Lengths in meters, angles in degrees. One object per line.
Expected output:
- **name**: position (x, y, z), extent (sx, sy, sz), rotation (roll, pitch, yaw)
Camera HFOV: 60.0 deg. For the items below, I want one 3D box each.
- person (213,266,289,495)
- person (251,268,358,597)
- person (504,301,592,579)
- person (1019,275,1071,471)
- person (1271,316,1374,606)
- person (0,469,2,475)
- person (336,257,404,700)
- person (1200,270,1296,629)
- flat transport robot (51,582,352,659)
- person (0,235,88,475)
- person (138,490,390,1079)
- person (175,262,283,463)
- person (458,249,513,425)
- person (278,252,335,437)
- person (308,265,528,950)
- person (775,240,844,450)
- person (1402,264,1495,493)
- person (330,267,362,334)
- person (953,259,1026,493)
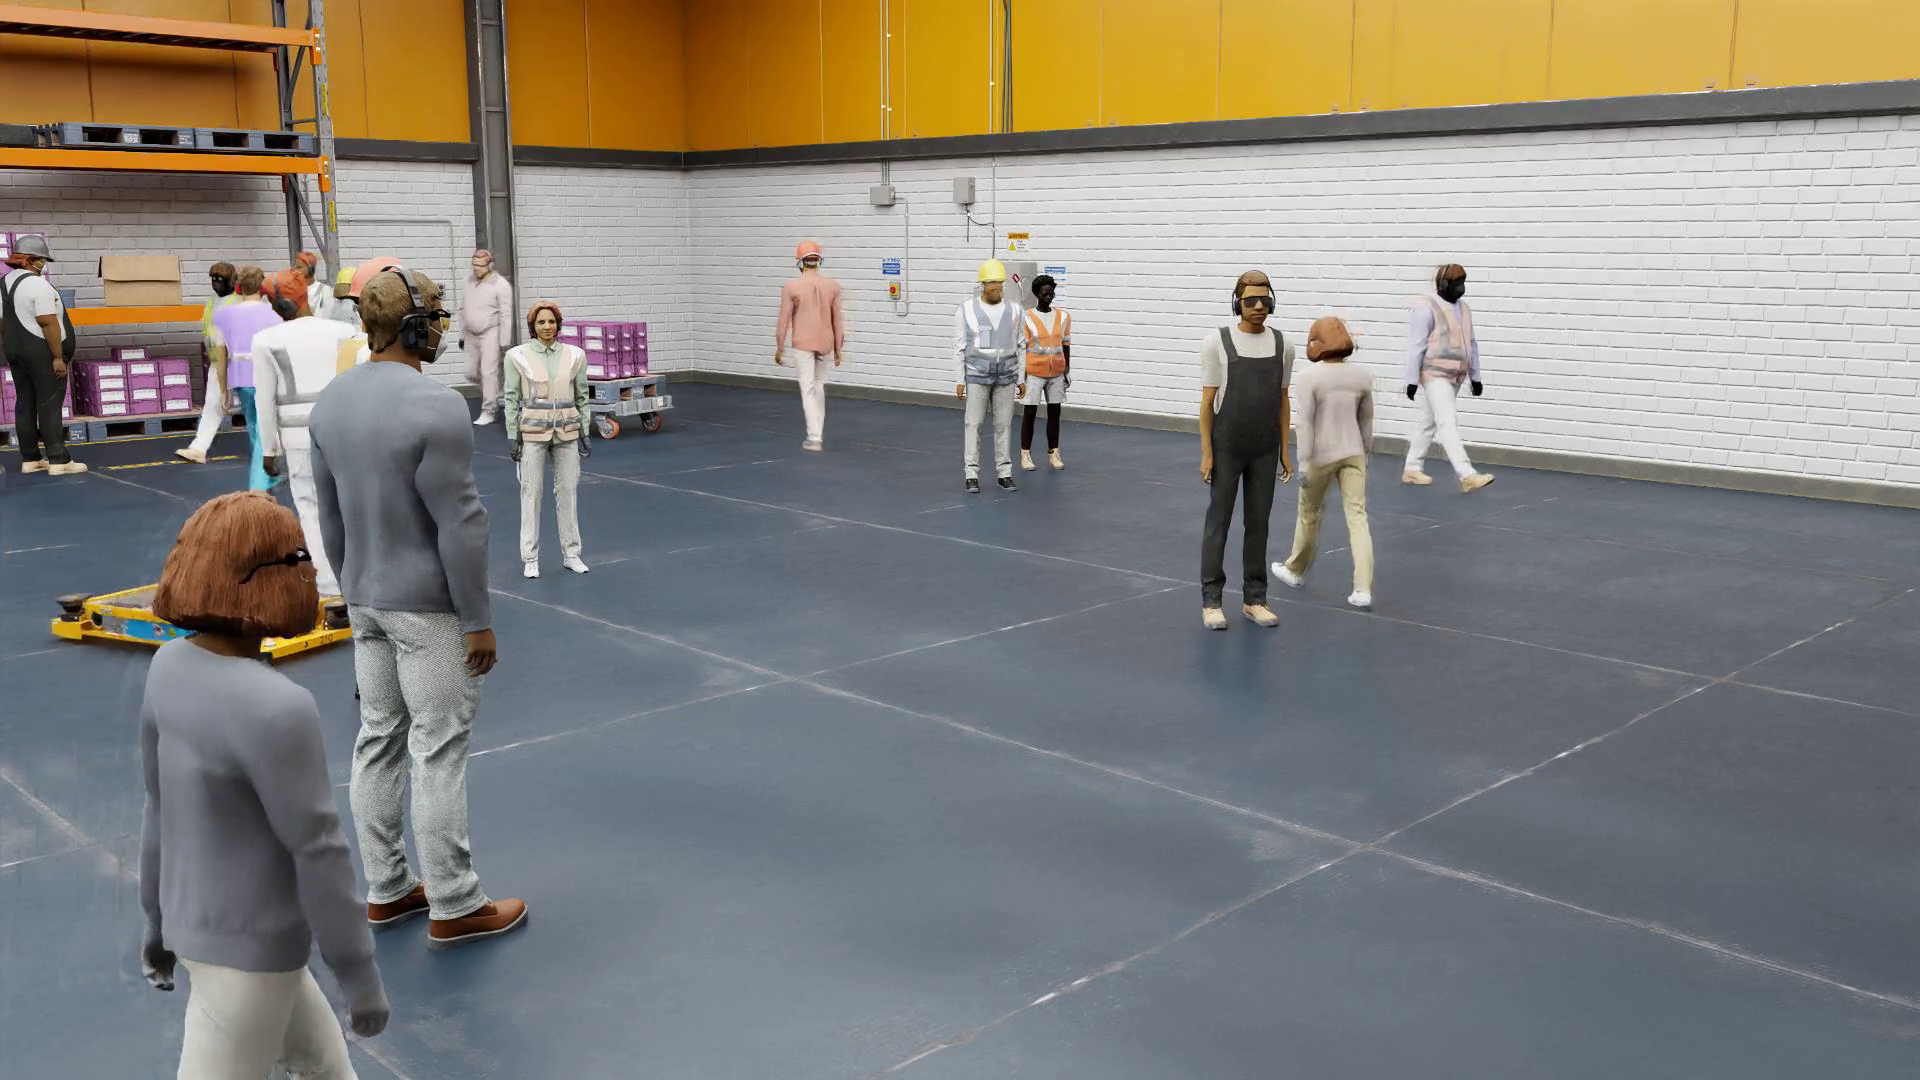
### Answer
- **person**: position (-5.274, -1.162, 12.575), extent (0.575, 1.784, 1.001), rotation (0, 10, -1)
- **person**: position (-3.423, -0.533, 9.006), extent (0.721, 1.855, 0.342), rotation (-7, 13, -35)
- **person**: position (-2.448, -0.599, 9.906), extent (0.517, 1.641, 0.308), rotation (-6, 12, -30)
- **person**: position (0.715, -1.437, 14.344), extent (0.530, 1.689, 0.322), rotation (-4, 11, -21)
- **person**: position (2.068, -0.450, 9.258), extent (0.529, 1.574, 0.904), rotation (-3, 11, -17)
- **person**: position (-7.729, -1.225, 12.571), extent (0.632, 1.909, 0.445), rotation (4, 11, 20)
- **person**: position (-2.440, -0.229, 7.101), extent (0.383, 1.933, 0.542), rotation (-7, 13, -34)
- **person**: position (1.479, -0.459, 8.580), extent (0.506, 1.846, 0.349), rotation (-2, 11, -12)
- **flat transport robot**: position (-3.753, 0.382, 8.290), extent (1.431, 0.197, 0.652), rotation (5, 11, 24)
- **person**: position (-7.817, -1.581, 14.163), extent (0.674, 2.000, 0.535), rotation (5, 12, 26)
- **person**: position (-1.202, 0.699, 2.947), extent (0.520, 1.583, 0.871), rotation (10, 15, 44)
- **person**: position (-6.527, -1.578, 14.861), extent (0.638, 1.786, 0.973), rotation (6, 12, 30)
- **person**: position (-5.071, -2.172, 17.831), extent (0.720, 1.877, 0.523), rotation (5, 12, 26)
- **person**: position (-6.466, -1.877, 16.311), extent (0.583, 1.843, 0.923), rotation (7, 13, 34)
- **person**: position (-1.557, 0.197, 4.745), extent (0.627, 1.941, 0.371), rotation (7, 12, 33)
- **person**: position (-1.476, -1.853, 15.857), extent (0.618, 1.970, 0.745), rotation (-7, 12, -33)
- **person**: position (3.913, -1.288, 13.236), extent (0.654, 1.789, 0.945), rotation (-8, 13, -38)
- **person**: position (-5.374, -1.545, 14.784), extent (0.486, 1.744, 0.296), rotation (8, 13, 36)
- **person**: position (0.244, -1.287, 13.131), extent (0.597, 1.832, 0.404), rotation (-3, 11, -14)
